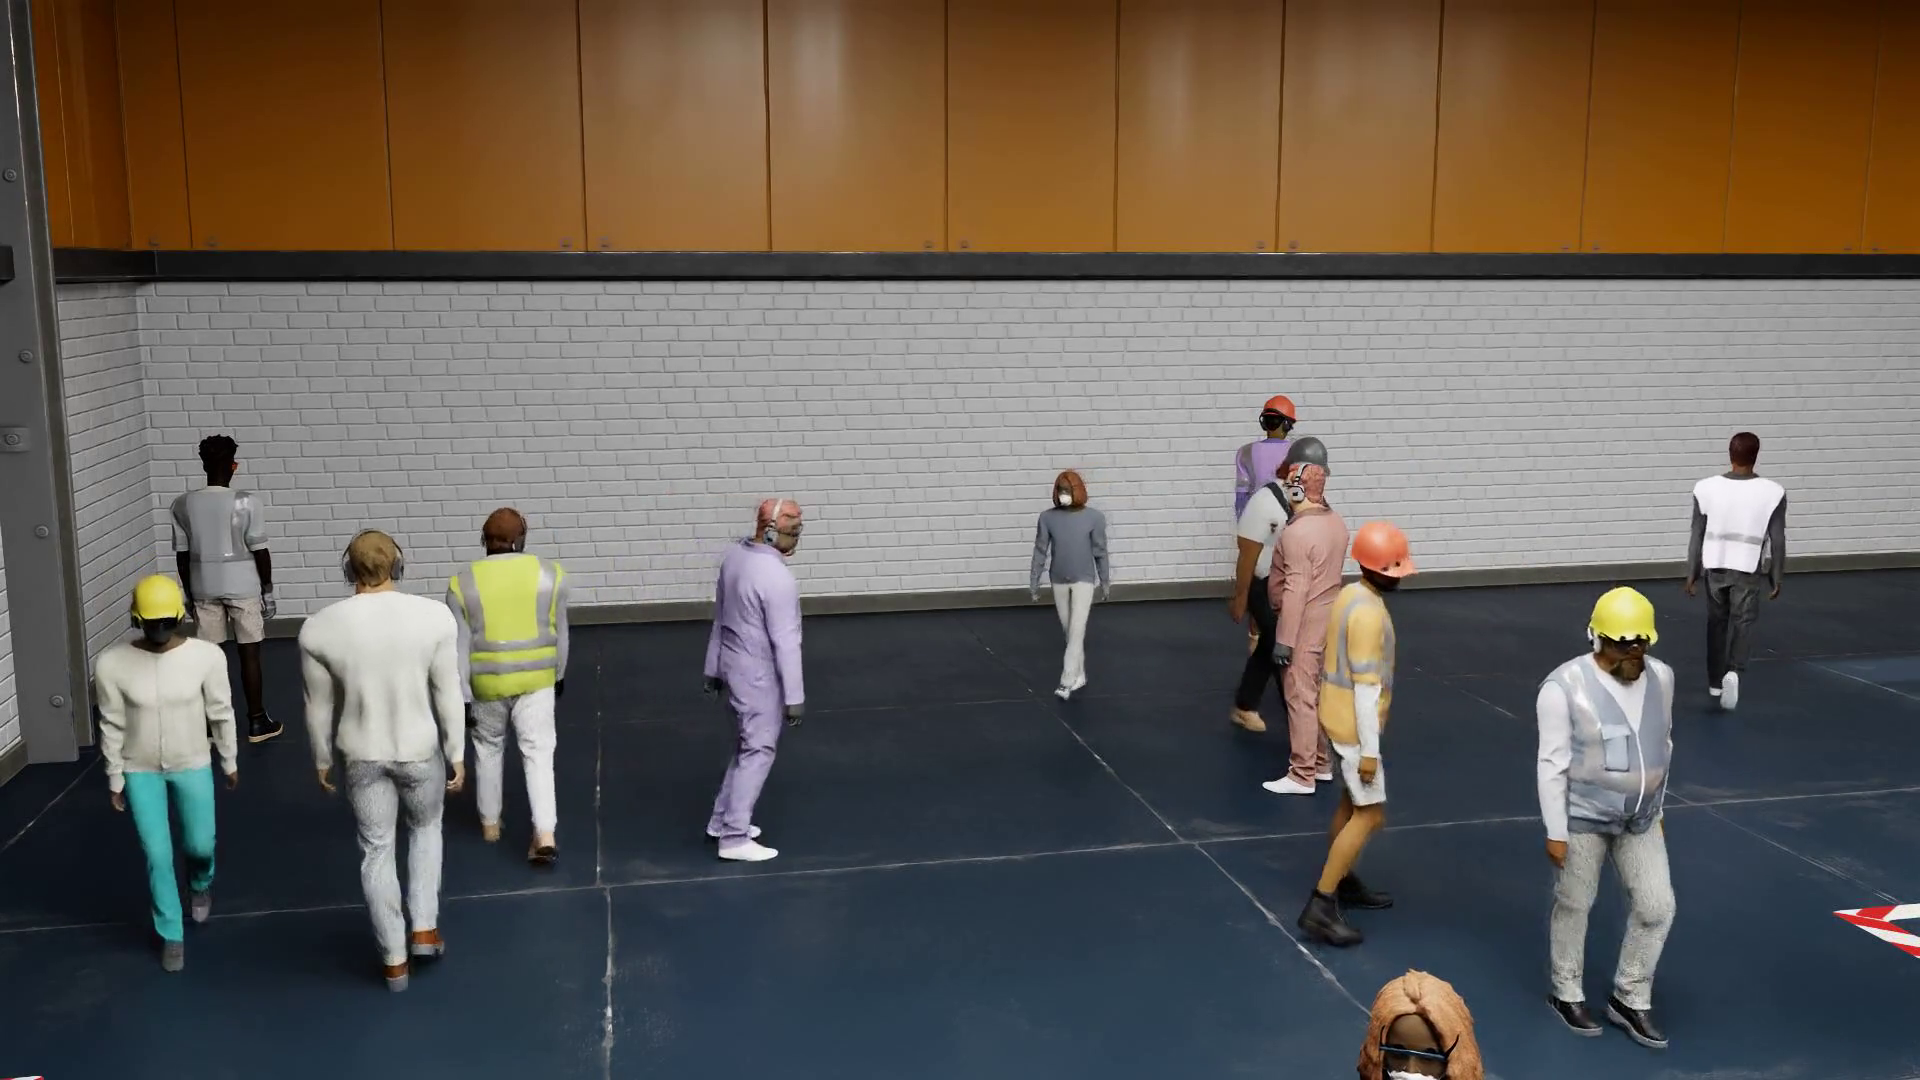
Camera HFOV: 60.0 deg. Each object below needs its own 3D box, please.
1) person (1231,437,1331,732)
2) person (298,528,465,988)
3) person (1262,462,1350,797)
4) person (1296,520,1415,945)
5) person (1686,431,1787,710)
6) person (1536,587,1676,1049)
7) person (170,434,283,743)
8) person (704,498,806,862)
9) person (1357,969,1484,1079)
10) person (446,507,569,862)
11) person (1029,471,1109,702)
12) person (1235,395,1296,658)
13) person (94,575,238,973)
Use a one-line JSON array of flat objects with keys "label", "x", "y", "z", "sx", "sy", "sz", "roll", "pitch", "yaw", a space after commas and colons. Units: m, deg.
[{"label": "person", "x": 2.061, "y": 0.275, "z": 10.502, "sx": 0.715, "sy": 2.000, "sz": 0.958, "roll": -8, "pitch": 12, "yaw": -41}, {"label": "person", "x": -2.419, "y": 0.899, "z": 7.027, "sx": 0.643, "sy": 1.922, "sz": 0.576, "roll": -3, "pitch": 10, "yaw": -17}, {"label": "person", "x": 1.955, "y": 0.503, "z": 9.520, "sx": 0.402, "sy": 1.906, "sz": 0.651, "roll": 7, "pitch": 11, "yaw": 35}, {"label": "person", "x": 1.768, "y": 0.832, "z": 7.540, "sx": 0.484, "sy": 1.910, "sz": 0.700, "roll": 1, "pitch": 9, "yaw": 4}, {"label": "person", "x": 5.314, "y": 0.204, "z": 11.418, "sx": 0.599, "sy": 1.895, "sz": 0.839, "roll": 6, "pitch": 11, "yaw": 31}, {"label": "person", "x": 2.521, "y": 1.070, "z": 6.373, "sx": 0.617, "sy": 1.804, "sz": 0.610, "roll": -2, "pitch": 10, "yaw": -14}, {"label": "person", "x": -4.627, "y": 0.311, "z": 10.506, "sx": 0.605, "sy": 1.966, "sz": 0.367, "roll": 0, "pitch": 9, "yaw": 0}, {"label": "person", "x": -1.022, "y": 0.711, "z": 8.373, "sx": 0.500, "sy": 1.867, "sz": 0.667, "roll": -5, "pitch": 10, "yaw": -26}, {"label": "person", "x": 0.898, "y": 1.650, "z": 3.356, "sx": 0.500, "sy": 1.633, "sz": 0.280, "roll": 3, "pitch": 10, "yaw": 17}, {"label": "person", "x": -2.279, "y": 0.735, "z": 8.477, "sx": 0.619, "sy": 1.799, "sz": 0.895, "roll": -3, "pitch": 10, "yaw": -19}, {"label": "person", "x": 0.732, "y": 0.322, "z": 11.551, "sx": 0.529, "sy": 1.588, "sz": 0.834, "roll": 4, "pitch": 10, "yaw": 25}, {"label": "person", "x": 2.409, "y": -0.086, "z": 12.726, "sx": 0.605, "sy": 2.033, "sz": 0.398, "roll": 5, "pitch": 10, "yaw": 26}, {"label": "person", "x": -3.412, "y": 0.974, "z": 7.188, "sx": 0.528, "sy": 1.739, "sz": 0.578, "roll": -4, "pitch": 10, "yaw": -25}]
